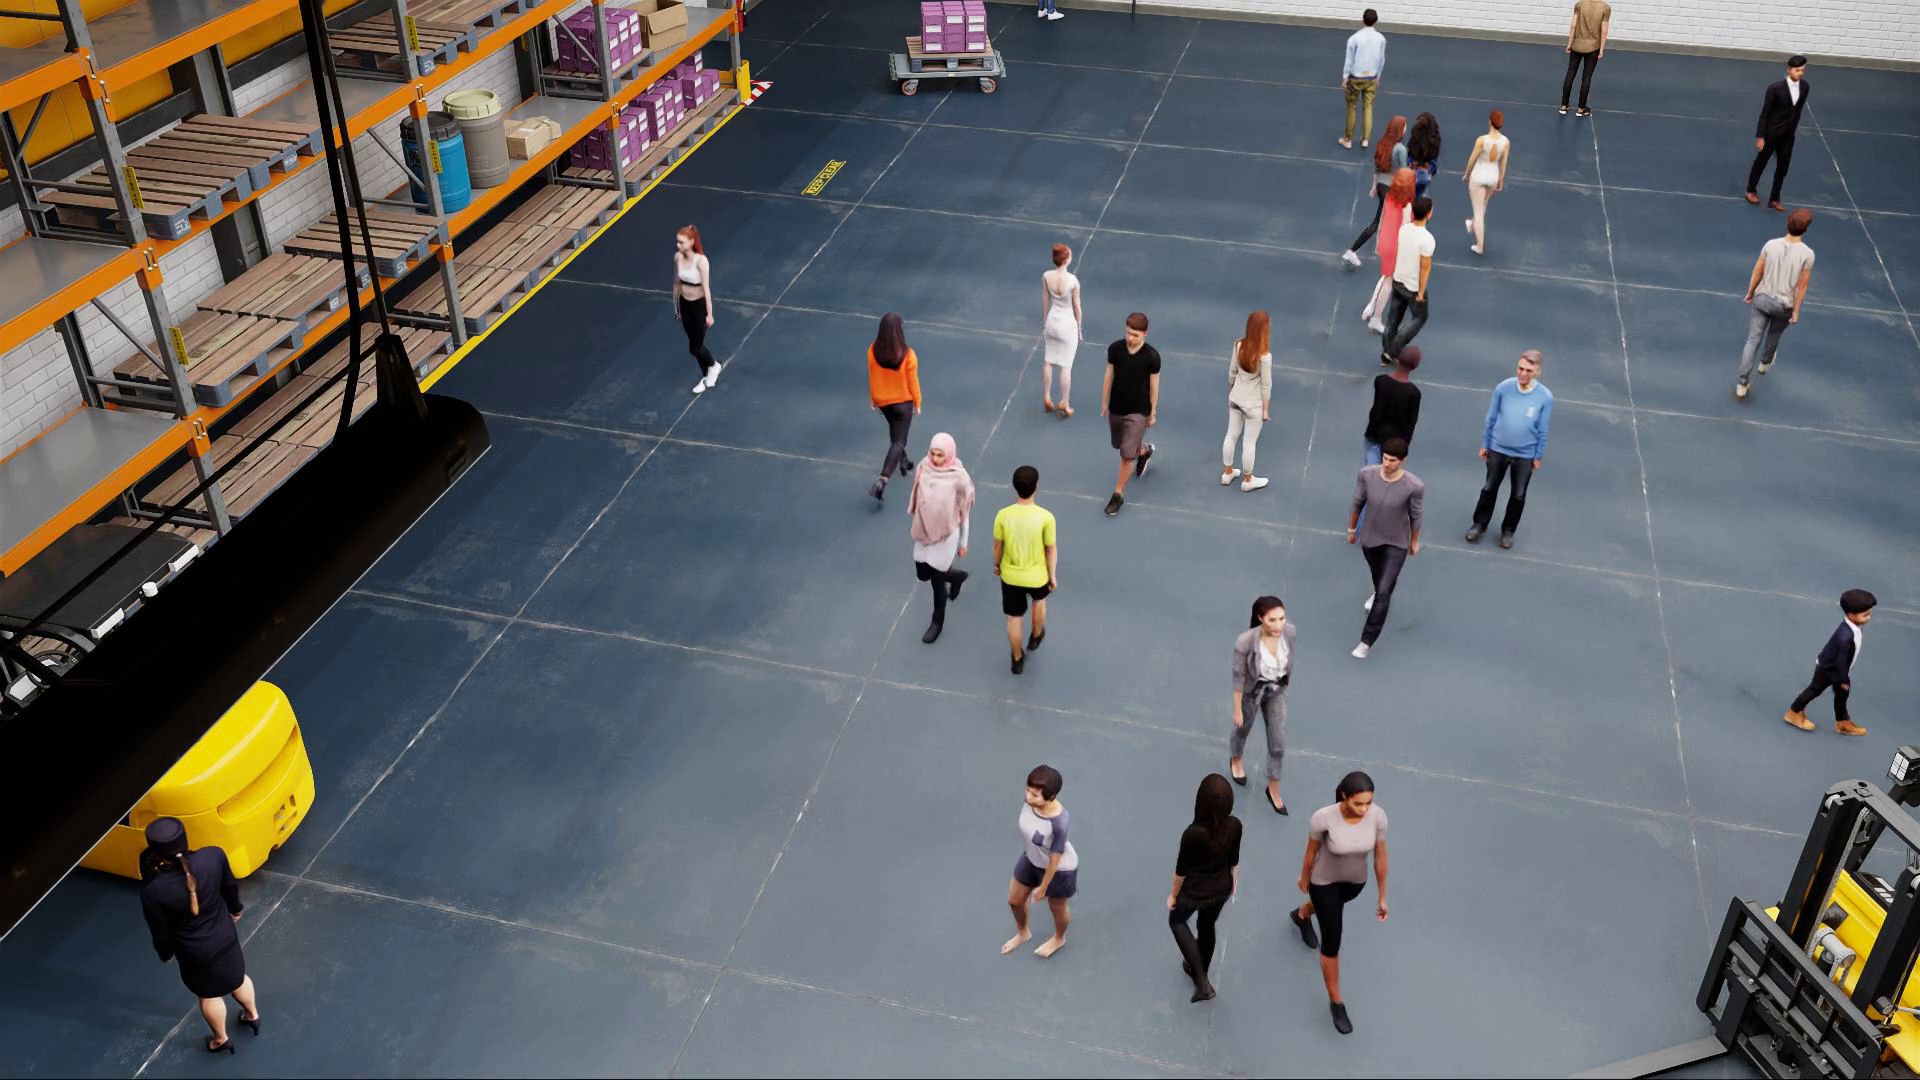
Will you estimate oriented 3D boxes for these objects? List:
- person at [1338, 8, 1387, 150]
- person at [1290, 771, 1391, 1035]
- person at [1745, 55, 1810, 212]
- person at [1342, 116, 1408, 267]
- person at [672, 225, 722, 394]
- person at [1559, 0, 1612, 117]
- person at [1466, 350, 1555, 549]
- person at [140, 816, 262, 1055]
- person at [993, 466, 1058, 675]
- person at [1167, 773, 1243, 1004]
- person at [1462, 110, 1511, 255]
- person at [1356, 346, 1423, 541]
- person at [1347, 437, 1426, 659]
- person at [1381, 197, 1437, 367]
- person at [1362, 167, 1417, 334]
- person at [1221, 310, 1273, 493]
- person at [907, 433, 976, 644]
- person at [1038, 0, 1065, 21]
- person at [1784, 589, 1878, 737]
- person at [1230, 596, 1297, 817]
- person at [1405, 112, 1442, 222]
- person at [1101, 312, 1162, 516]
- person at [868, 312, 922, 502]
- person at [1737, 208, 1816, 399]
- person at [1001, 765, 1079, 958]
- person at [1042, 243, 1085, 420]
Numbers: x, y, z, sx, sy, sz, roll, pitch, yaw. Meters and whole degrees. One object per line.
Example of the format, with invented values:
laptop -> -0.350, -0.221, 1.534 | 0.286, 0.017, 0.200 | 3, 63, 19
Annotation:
person -> 5.287, -6.063, 21.854 | 0.748, 1.810, 0.703 | -4, 34, -5
person -> 2.217, 1.968, 9.872 | 0.967, 1.700, 1.263 | -6, 34, -8
person -> 9.879, -4.987, 20.191 | 0.928, 1.861, 1.039 | -4, 34, -6
person -> 4.728, -3.855, 18.629 | 1.099, 1.704, 1.137 | -13, 36, -18
person -> -2.515, -2.259, 16.203 | 0.711, 1.731, 0.748 | 22, 40, 30
person -> 8.623, -6.807, 22.937 | 0.735, 1.851, 0.696 | 21, 39, 29
person -> 4.631, -0.781, 13.903 | 0.706, 1.817, 0.635 | 16, 37, 23
person -> -4.306, 2.265, 9.452 | 0.823, 1.670, 0.679 | 20, 39, 27
person -> 0.484, 0.274, 12.428 | 0.707, 1.692, 0.831 | 5, 34, 7
person -> 1.464, 2.102, 9.736 | 0.777, 1.627, 0.849 | -12, 36, -18
person -> 6.021, -4.061, 19.033 | 0.806, 1.599, 1.114 | -3, 34, -4
person -> 3.555, -0.787, 14.025 | 0.820, 1.690, 1.218 | 19, 38, 27
person -> 3.304, -0.042, 12.820 | 0.987, 1.784, 1.322 | 21, 39, 29
person -> 4.404, -2.526, 16.547 | 0.870, 1.795, 0.814 | -20, 38, -27
person -> 4.374, -2.961, 17.183 | 0.825, 1.815, 0.749 | -12, 35, -17
person -> 2.534, -1.226, 14.666 | 0.719, 1.712, 0.686 | -25, 41, -33
person -> -0.124, -0.066, 12.853 | 0.780, 1.787, 0.975 | 18, 38, 25
person -> 1.428, -9.354, 26.757 | 0.781, 1.864, 0.785 | -27, 42, -34
person -> 6.243, 0.866, 11.979 | 0.762, 1.203, 0.783 | 27, 42, 35
person -> 2.006, 1.021, 11.344 | 0.892, 1.647, 1.011 | -9, 35, -14
person -> 5.260, -4.080, 19.073 | 0.745, 1.586, 0.980 | 2, 34, 3
person -> 1.529, -1.175, 14.479 | 0.901, 1.834, 1.228 | 20, 38, 27
person -> -0.605, -1.145, 14.542 | 0.785, 1.715, 1.159 | 16, 37, 22
person -> 7.838, -2.252, 16.087 | 0.948, 1.847, 1.272 | 20, 39, 28
person -> 0.587, 1.924, 10.072 | 0.764, 1.551, 0.703 | -23, 40, -30
person -> 0.941, -1.979, 15.728 | 0.641, 1.790, 0.630 | 23, 40, 31
